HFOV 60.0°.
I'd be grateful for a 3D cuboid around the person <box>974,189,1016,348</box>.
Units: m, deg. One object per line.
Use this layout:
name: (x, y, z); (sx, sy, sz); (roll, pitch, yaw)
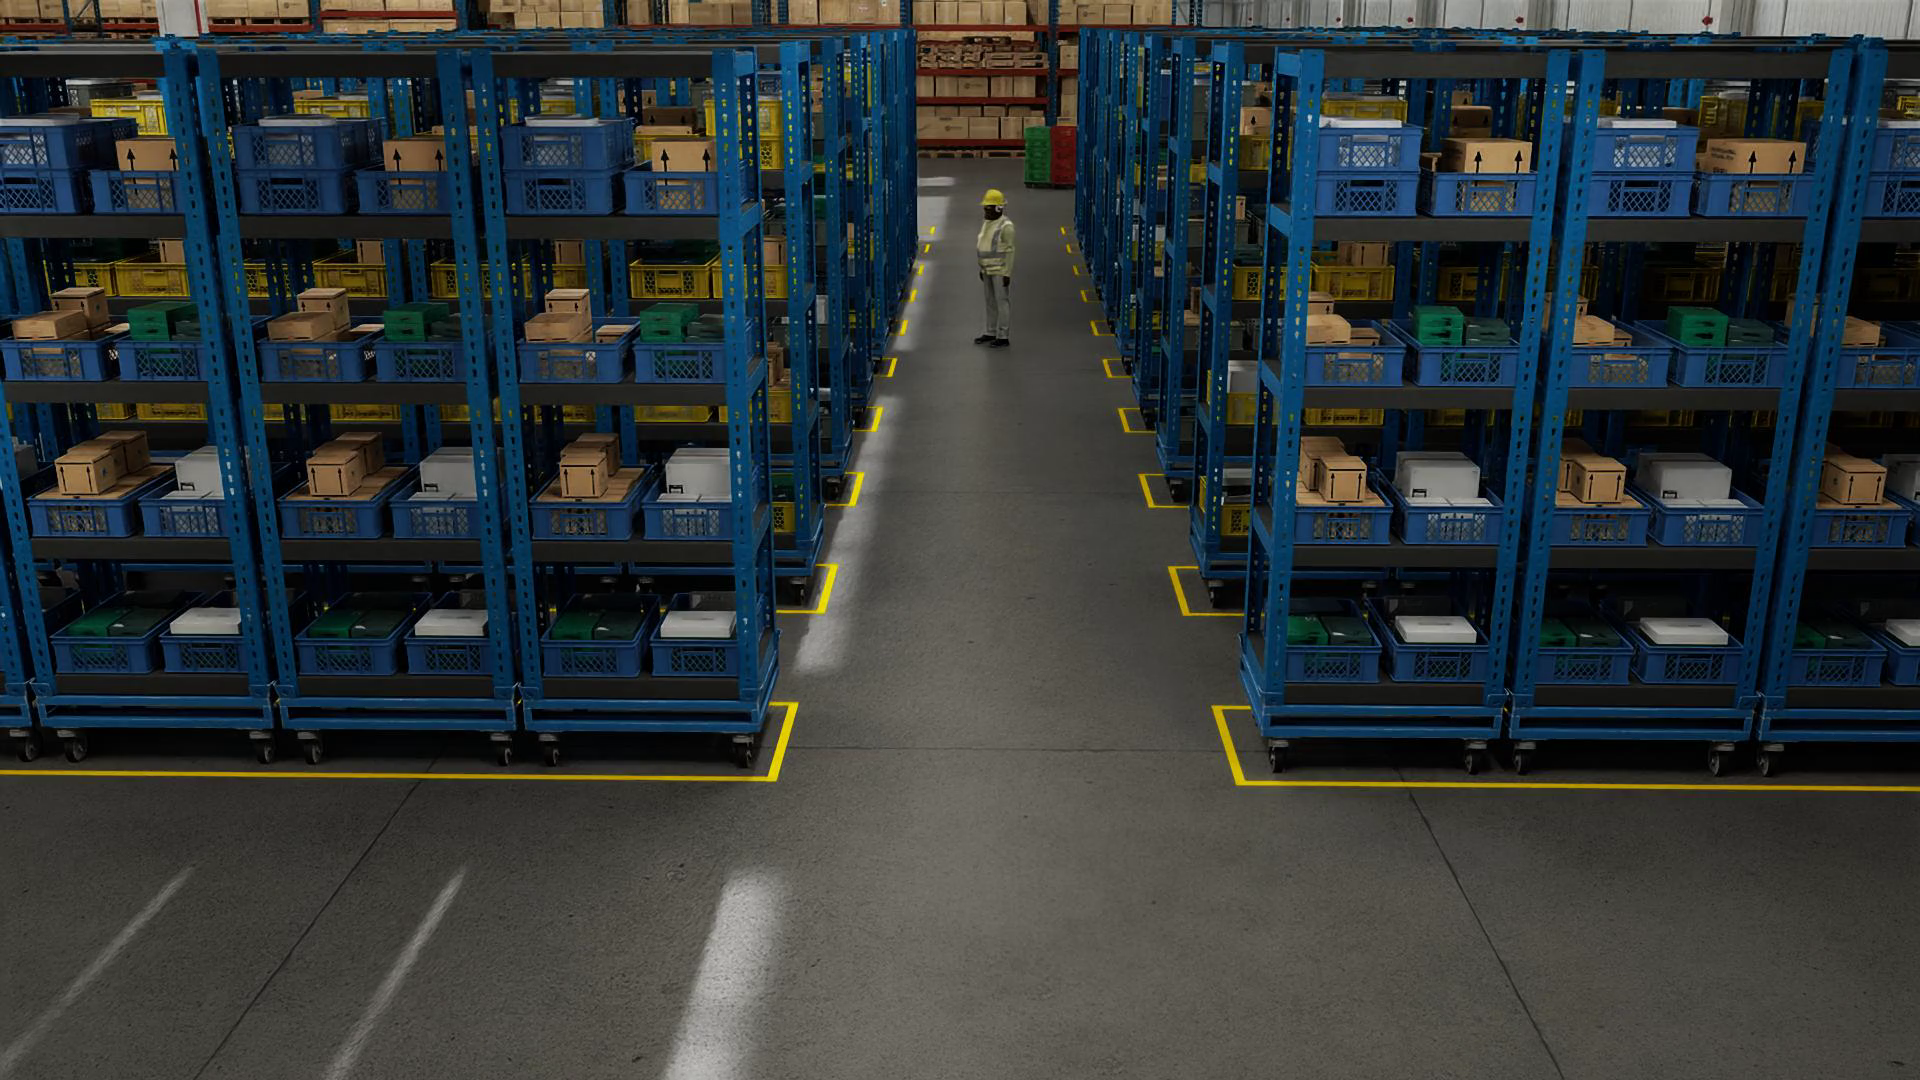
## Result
person: (0.406, -3.174, 19.472); (0.404, 1.835, 0.589); (-10, 20, -29)
